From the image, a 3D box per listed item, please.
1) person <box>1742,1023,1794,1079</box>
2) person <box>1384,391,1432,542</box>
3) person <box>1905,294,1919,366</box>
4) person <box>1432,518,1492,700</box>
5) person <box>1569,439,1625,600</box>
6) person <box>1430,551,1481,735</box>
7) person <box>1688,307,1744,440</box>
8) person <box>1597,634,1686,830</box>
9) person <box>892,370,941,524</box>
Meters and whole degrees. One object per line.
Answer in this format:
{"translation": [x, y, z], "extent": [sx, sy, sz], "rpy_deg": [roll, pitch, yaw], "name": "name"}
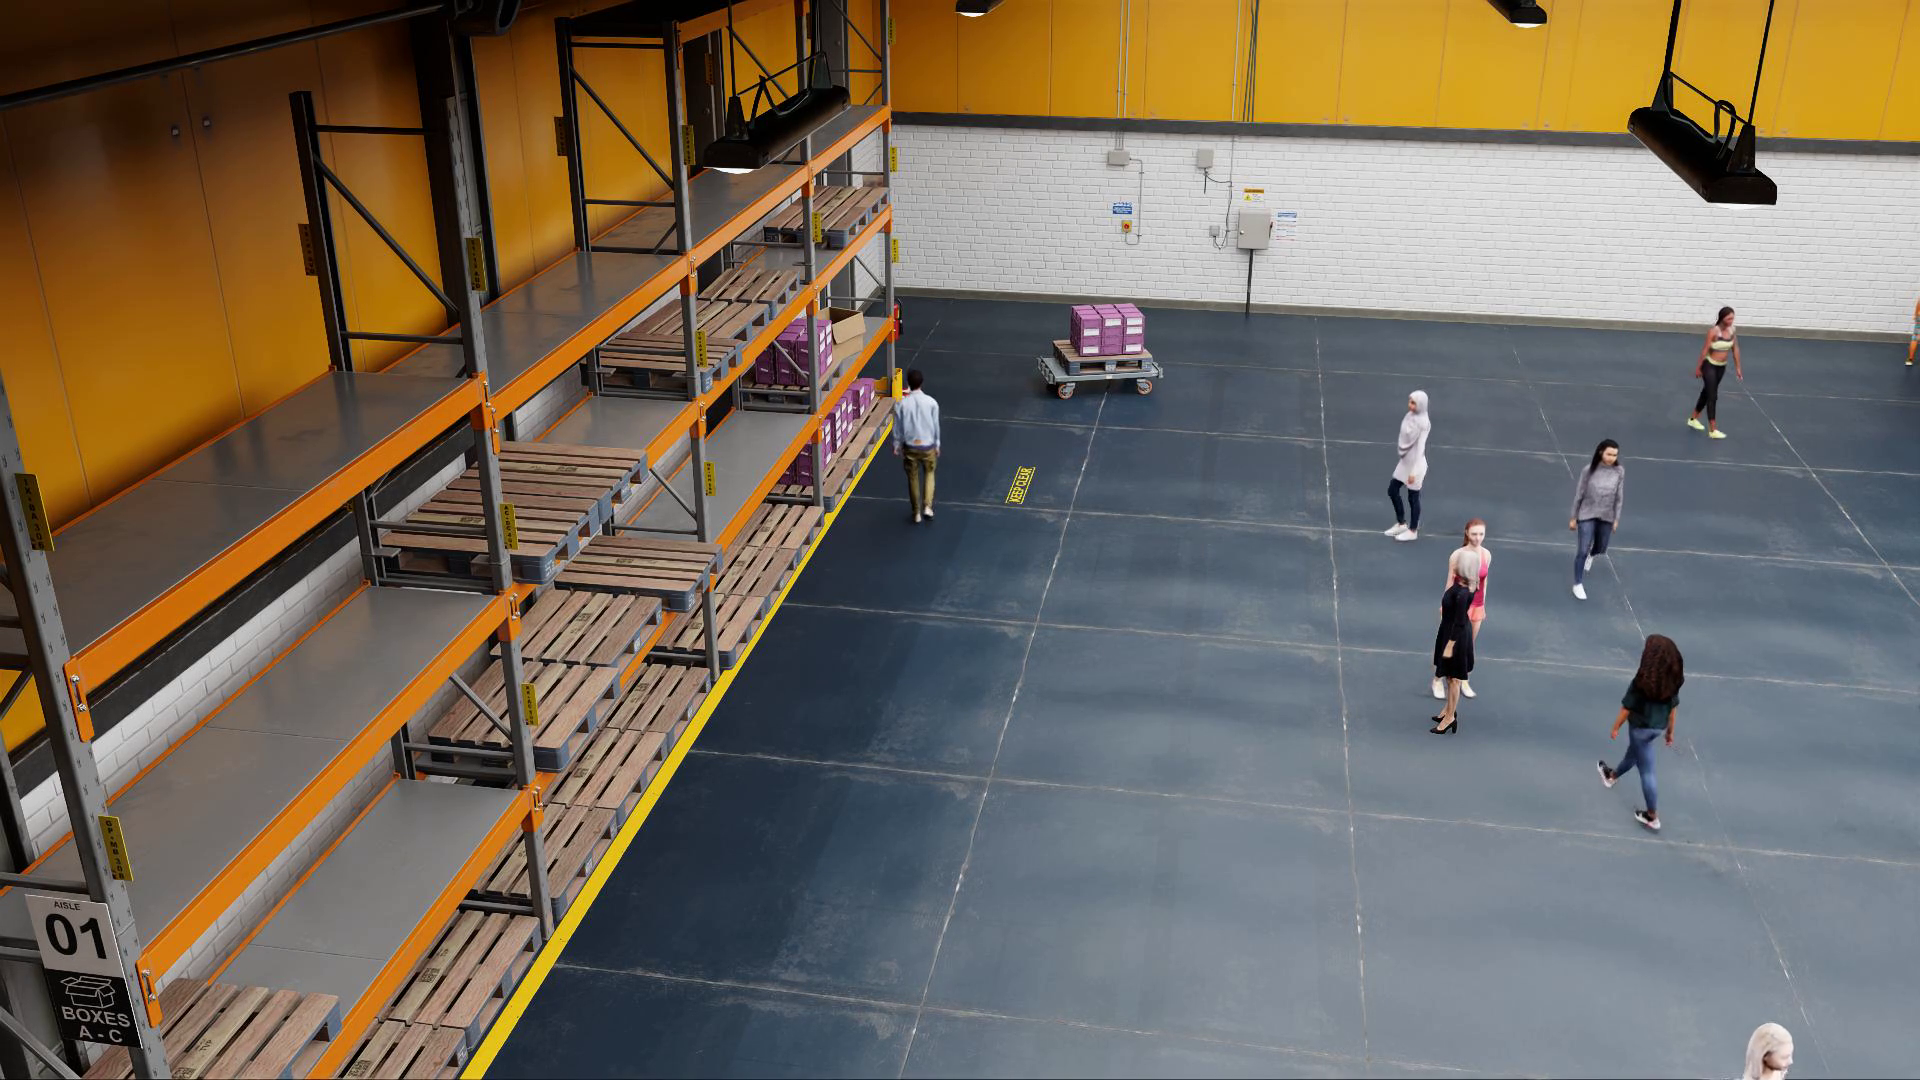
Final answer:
{"translation": [4.131, 3.310, 8.977], "extent": [1.008, 1.779, 1.020], "rpy_deg": [20, 30, 38], "name": "person"}
{"translation": [5.092, -0.816, 18.433], "extent": [0.787, 1.766, 0.665], "rpy_deg": [-5, 24, -11], "name": "person"}
{"translation": [14.232, -3.280, 24.450], "extent": [0.597, 1.461, 0.602], "rpy_deg": [17, 29, 33], "name": "person"}
{"translation": [4.607, 0.611, 15.185], "extent": [0.617, 1.753, 0.613], "rpy_deg": [-2, 24, -4], "name": "person"}
{"translation": [6.579, -0.272, 17.259], "extent": [0.678, 1.710, 0.921], "rpy_deg": [4, 24, 9], "name": "person"}
{"translation": [4.334, 0.884, 14.568], "extent": [0.698, 1.747, 0.560], "rpy_deg": [9, 25, 19], "name": "person"}
{"translation": [9.787, -2.230, 21.731], "extent": [0.906, 1.715, 1.118], "rpy_deg": [-8, 25, -18], "name": "person"}
{"translation": [5.517, 1.554, 13.250], "extent": [0.918, 1.574, 1.153], "rpy_deg": [-7, 25, -15], "name": "person"}
{"translation": [-0.470, -1.031, 18.879], "extent": [0.766, 1.803, 0.716], "rpy_deg": [-2, 24, -4], "name": "person"}
